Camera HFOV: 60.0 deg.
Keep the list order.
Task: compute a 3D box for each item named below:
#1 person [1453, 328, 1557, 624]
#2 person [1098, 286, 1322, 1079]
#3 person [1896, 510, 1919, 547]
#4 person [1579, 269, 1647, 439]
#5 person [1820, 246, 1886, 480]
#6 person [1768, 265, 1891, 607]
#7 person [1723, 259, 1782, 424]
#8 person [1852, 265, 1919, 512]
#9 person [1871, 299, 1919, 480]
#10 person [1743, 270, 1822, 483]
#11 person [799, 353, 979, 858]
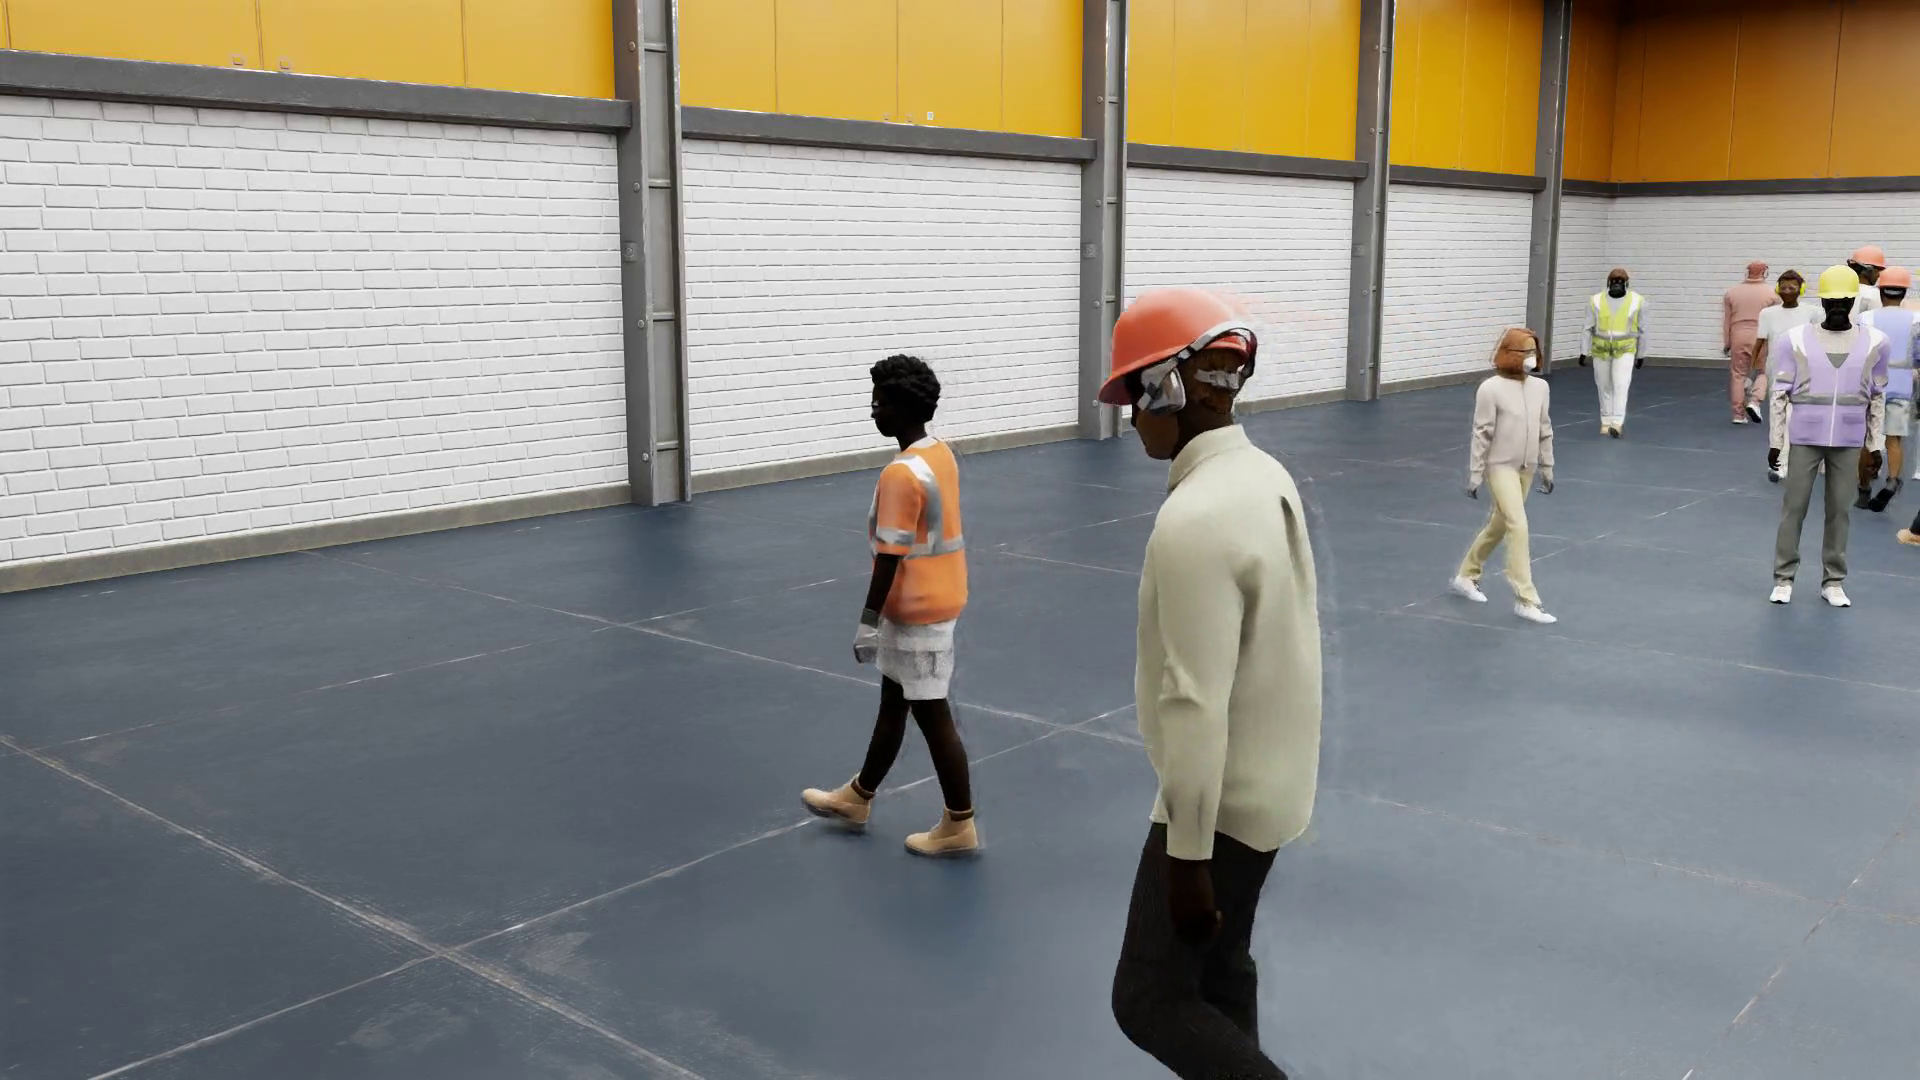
[{"bbox_3d":[3.056,-0.388,9.260,0.510,1.593,0.833,-5,11,-28],"label":"person"},{"bbox_3d":[0.517,0.498,3.192,0.588,1.950,0.663,5,11,26],"label":"person"},{"bbox_3d":[6.746,-0.893,10.864,0.677,2.000,1.022,-2,10,-10],"label":"person"},{"bbox_3d":[6.969,-1.989,17.804,0.647,1.793,0.951,6,11,29],"label":"person"},{"bbox_3d":[7.865,-1.545,14.592,0.393,2.036,0.605,-4,11,-19],"label":"person"},{"bbox_3d":[4.895,-0.578,9.395,0.596,1.925,0.372,3,10,17],"label":"person"},{"bbox_3d":[9.086,-2.263,19.085,0.643,1.895,0.414,8,13,40],"label":"person"},{"bbox_3d":[7.040,-1.127,12.619,0.573,1.905,0.850,4,11,21],"label":"person"},{"bbox_3d":[8.251,-1.433,14.363,0.787,1.899,0.613,-7,12,-35],"label":"person"},{"bbox_3d":[7.093,-1.405,14.385,0.562,1.819,0.951,8,13,39],"label":"person"},{"bbox_3d":[-0.249,0.226,5.504,0.697,1.669,0.552,2,10,11],"label":"person"}]
